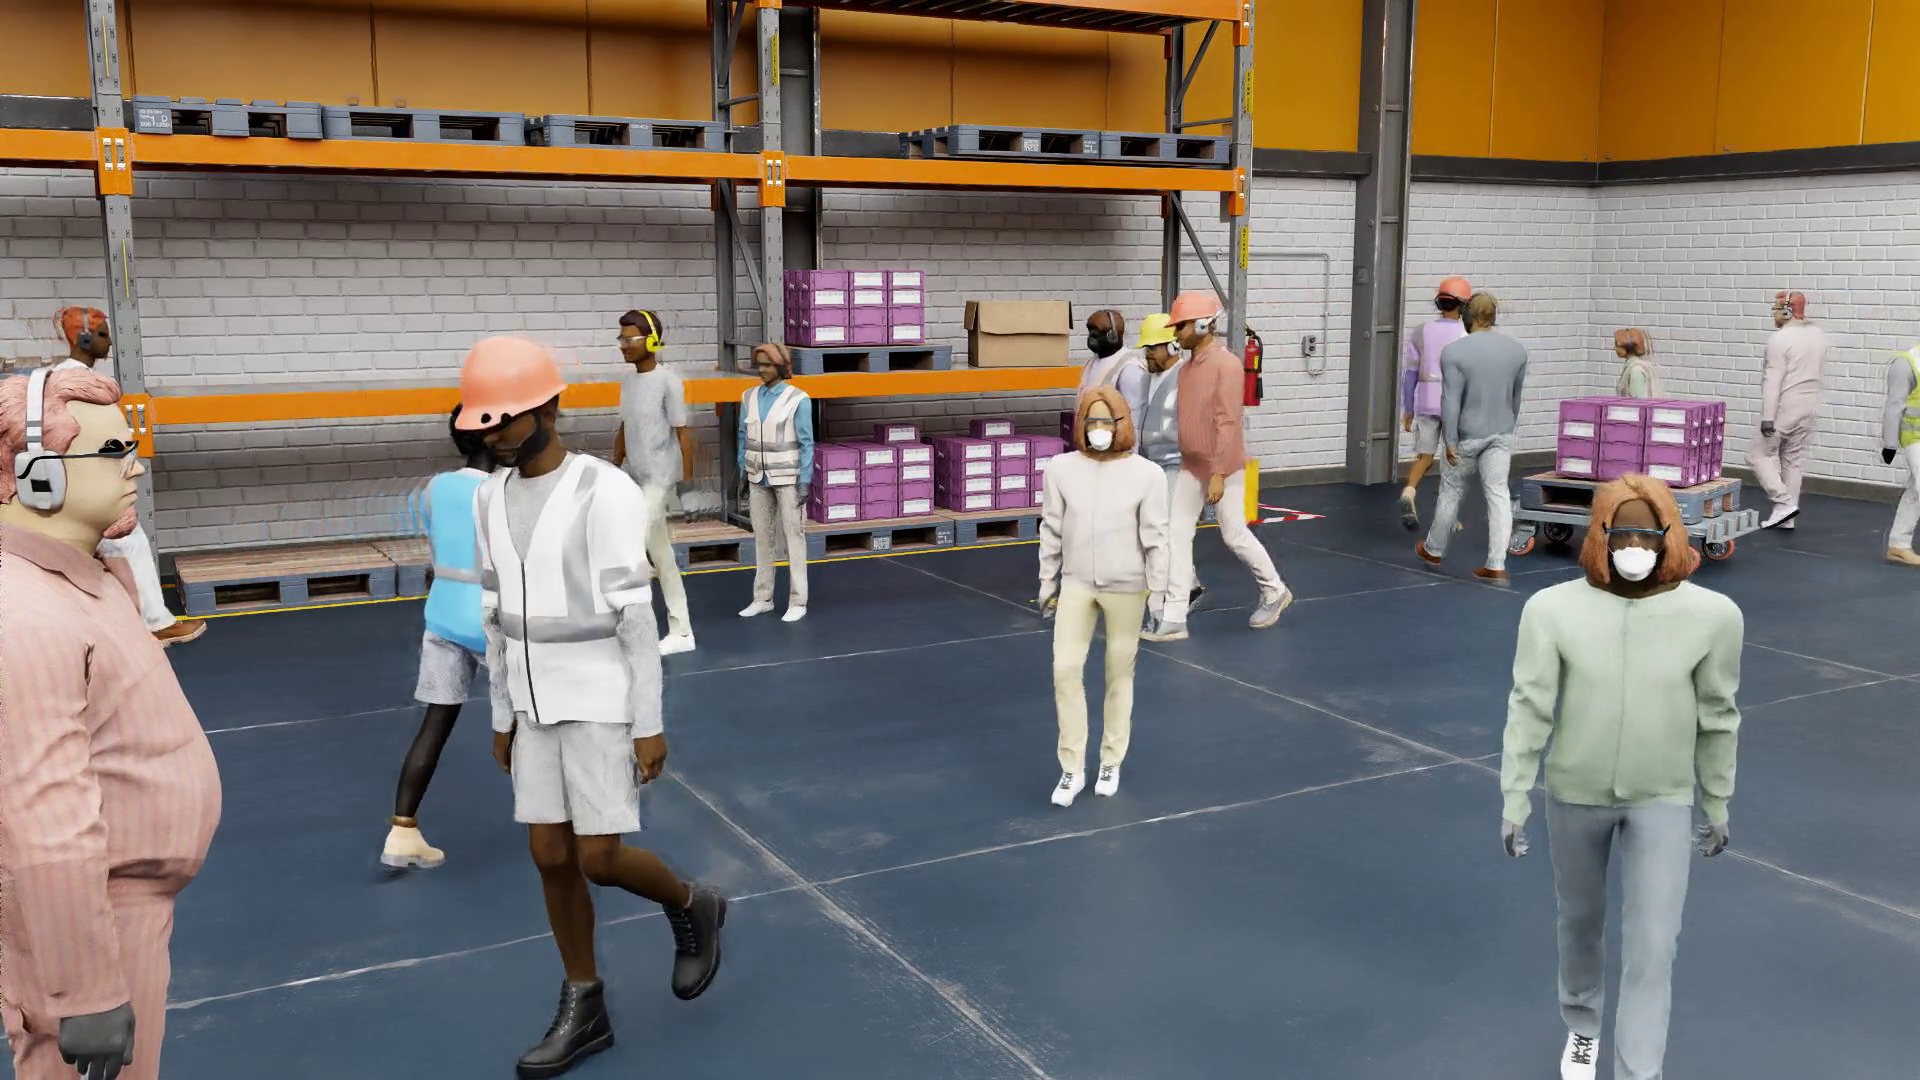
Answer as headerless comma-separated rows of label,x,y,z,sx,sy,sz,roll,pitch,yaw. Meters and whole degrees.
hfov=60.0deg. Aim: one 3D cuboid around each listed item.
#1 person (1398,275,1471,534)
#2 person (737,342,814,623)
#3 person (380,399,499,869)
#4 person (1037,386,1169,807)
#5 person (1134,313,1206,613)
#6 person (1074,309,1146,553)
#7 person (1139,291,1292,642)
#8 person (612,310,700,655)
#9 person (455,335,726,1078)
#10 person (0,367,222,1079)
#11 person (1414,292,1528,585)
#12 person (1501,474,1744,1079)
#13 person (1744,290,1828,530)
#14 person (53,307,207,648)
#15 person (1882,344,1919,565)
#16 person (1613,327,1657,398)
person,3.656,-1.011,12.741,0.621,2.021,0.787,7,11,35
person,-1.083,-0.336,9.755,0.522,1.636,0.310,5,11,30
person,-1.688,0.304,5.795,0.534,1.654,0.865,6,11,31
person,0.530,0.223,6.380,0.531,1.610,0.585,3,10,15
person,1.242,-0.443,9.933,0.452,1.804,0.602,-3,10,-20
person,1.017,-0.563,10.611,0.741,1.820,0.620,-3,10,-20
person,1.459,-0.419,9.327,0.974,1.951,0.612,-5,11,-28
person,-1.718,-0.273,8.712,0.757,1.844,0.553,-7,12,-38
person,-0.977,0.419,4.340,0.597,1.905,0.642,6,11,31
person,-1.481,0.659,2.866,0.409,1.907,0.651,-5,10,-27
person,3.426,-0.693,11.122,0.645,1.894,0.958,-2,9,-9
person,1.548,0.643,3.929,0.521,1.588,0.851,4,10,21
person,6.474,-1.000,13.033,0.675,1.894,0.409,-5,10,-26
person,-4.540,-0.314,8.953,0.842,1.859,0.586,-9,13,-42
person,6.688,-0.666,11.296,0.641,1.787,0.965,-3,10,-16
person,5.255,-0.829,12.815,0.493,1.617,0.517,3,10,16
